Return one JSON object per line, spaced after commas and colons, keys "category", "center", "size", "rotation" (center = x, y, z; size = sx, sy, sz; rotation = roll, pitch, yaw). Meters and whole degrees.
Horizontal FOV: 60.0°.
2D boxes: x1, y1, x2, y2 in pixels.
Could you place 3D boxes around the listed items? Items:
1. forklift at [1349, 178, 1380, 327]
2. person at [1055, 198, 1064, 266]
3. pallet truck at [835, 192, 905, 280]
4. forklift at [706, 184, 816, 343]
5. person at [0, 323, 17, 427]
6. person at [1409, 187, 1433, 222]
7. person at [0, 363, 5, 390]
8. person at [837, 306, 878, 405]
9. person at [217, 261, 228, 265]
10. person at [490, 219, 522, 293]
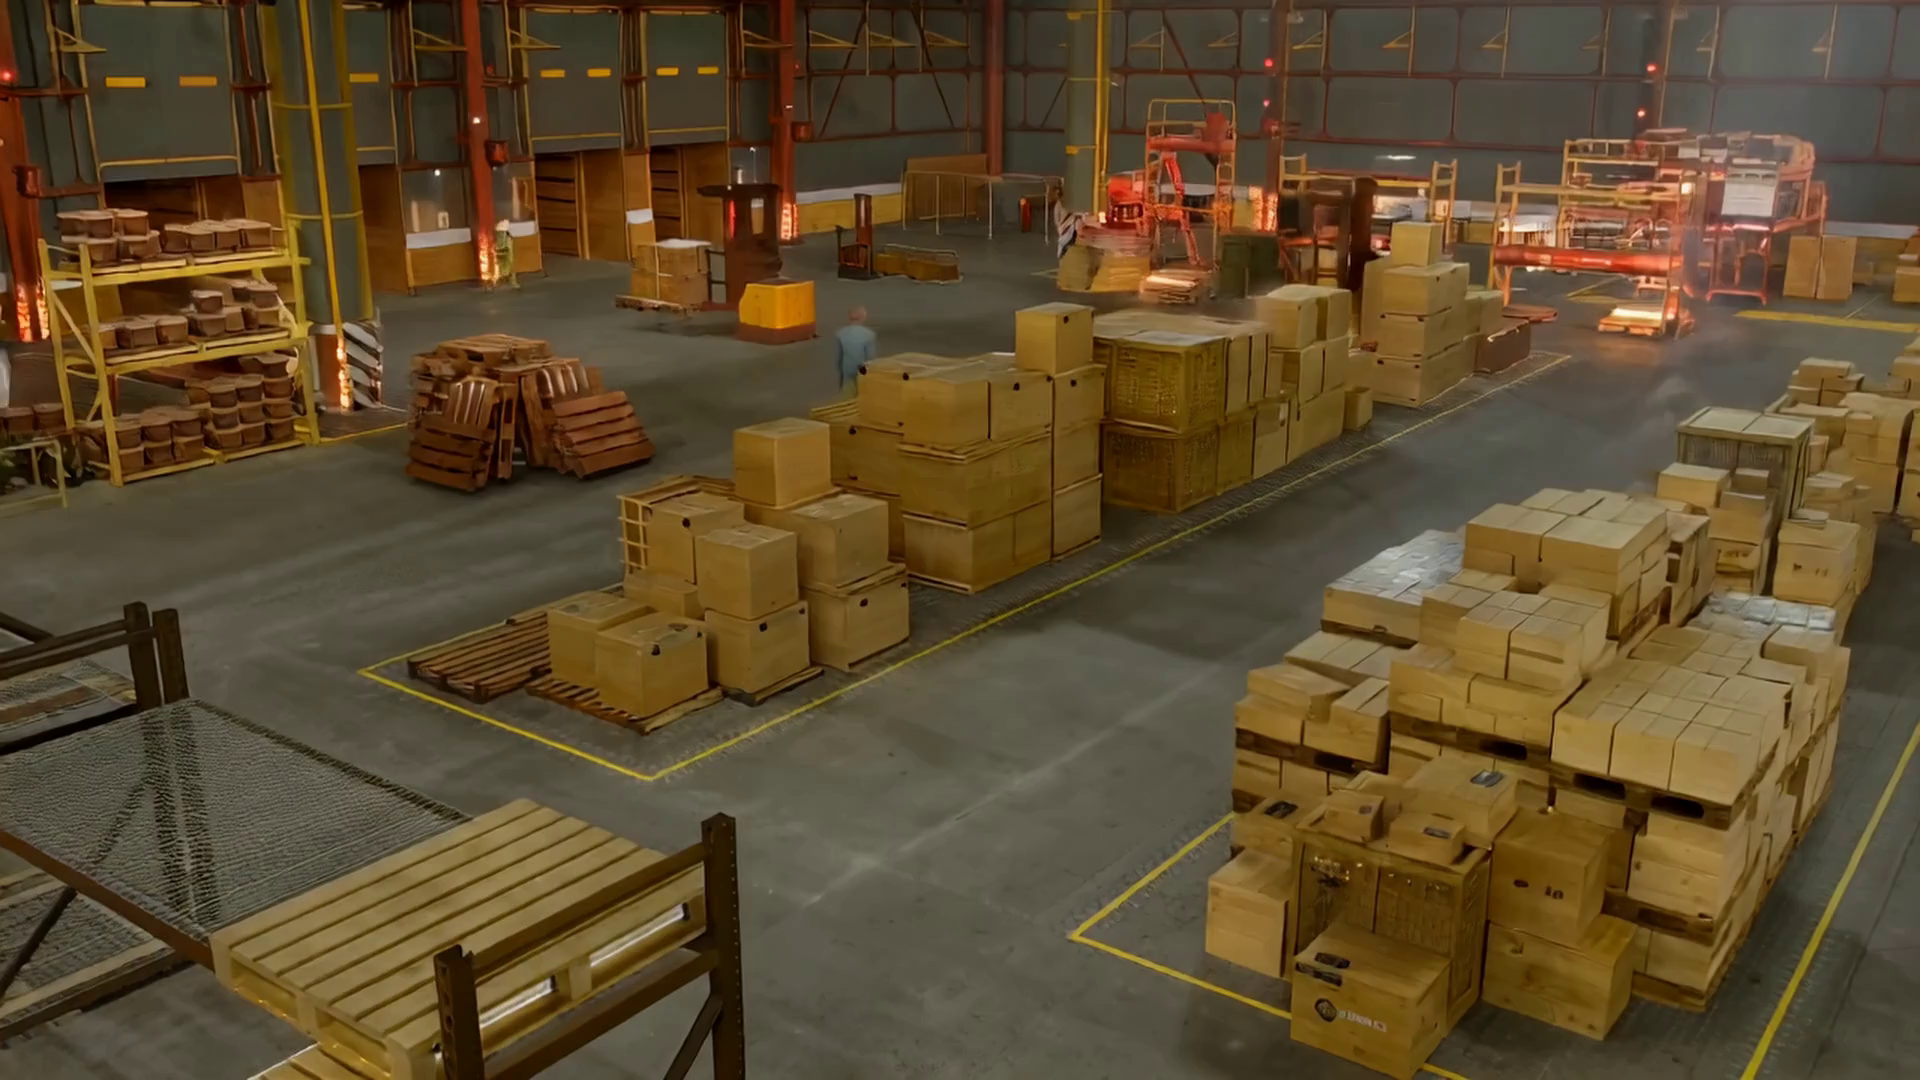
{"category": "forklift", "center": [7.751, -5.552, 32.158], "size": [1.873, 2.768, 1.129], "rotation": [3, 17, 10]}
{"category": "person", "center": [2.612, -7.681, 40.817], "size": [0.635, 1.934, 0.351], "rotation": [12, 21, 35]}
{"category": "pallet truck", "center": [-1.936, -7.159, 38.982], "size": [1.885, 1.965, 0.823], "rotation": [-12, 21, -34]}
{"category": "forklift", "center": [-3.717, -5.181, 30.929], "size": [1.873, 2.768, 1.129], "rotation": [12, 21, 35]}
{"category": "person", "center": [-13.863, -2.541, 23.970], "size": [0.534, 1.830, 0.407], "rotation": [2, 17, 7]}
{"category": "person", "center": [11.596, -7.990, 41.860], "size": [0.558, 1.921, 0.389], "rotation": [9, 19, 28]}
{"category": "person", "center": [-13.509, -2.205, 23.038], "size": [0.502, 1.725, 0.466], "rotation": [-2, 17, -6]}
{"category": "person", "center": [-1.386, -2.325, 23.165], "size": [0.635, 1.884, 1.014], "rotation": [6, 18, 19]}
{"category": "person", "center": [-12.377, -3.840, 28.184], "size": [0.584, 1.882, 0.337], "rotation": [15, 22, 40]}
{"category": "person", "center": [-10.049, -6.261, 36.650], "size": [0.513, 1.614, 0.742], "rotation": [8, 19, 25]}
